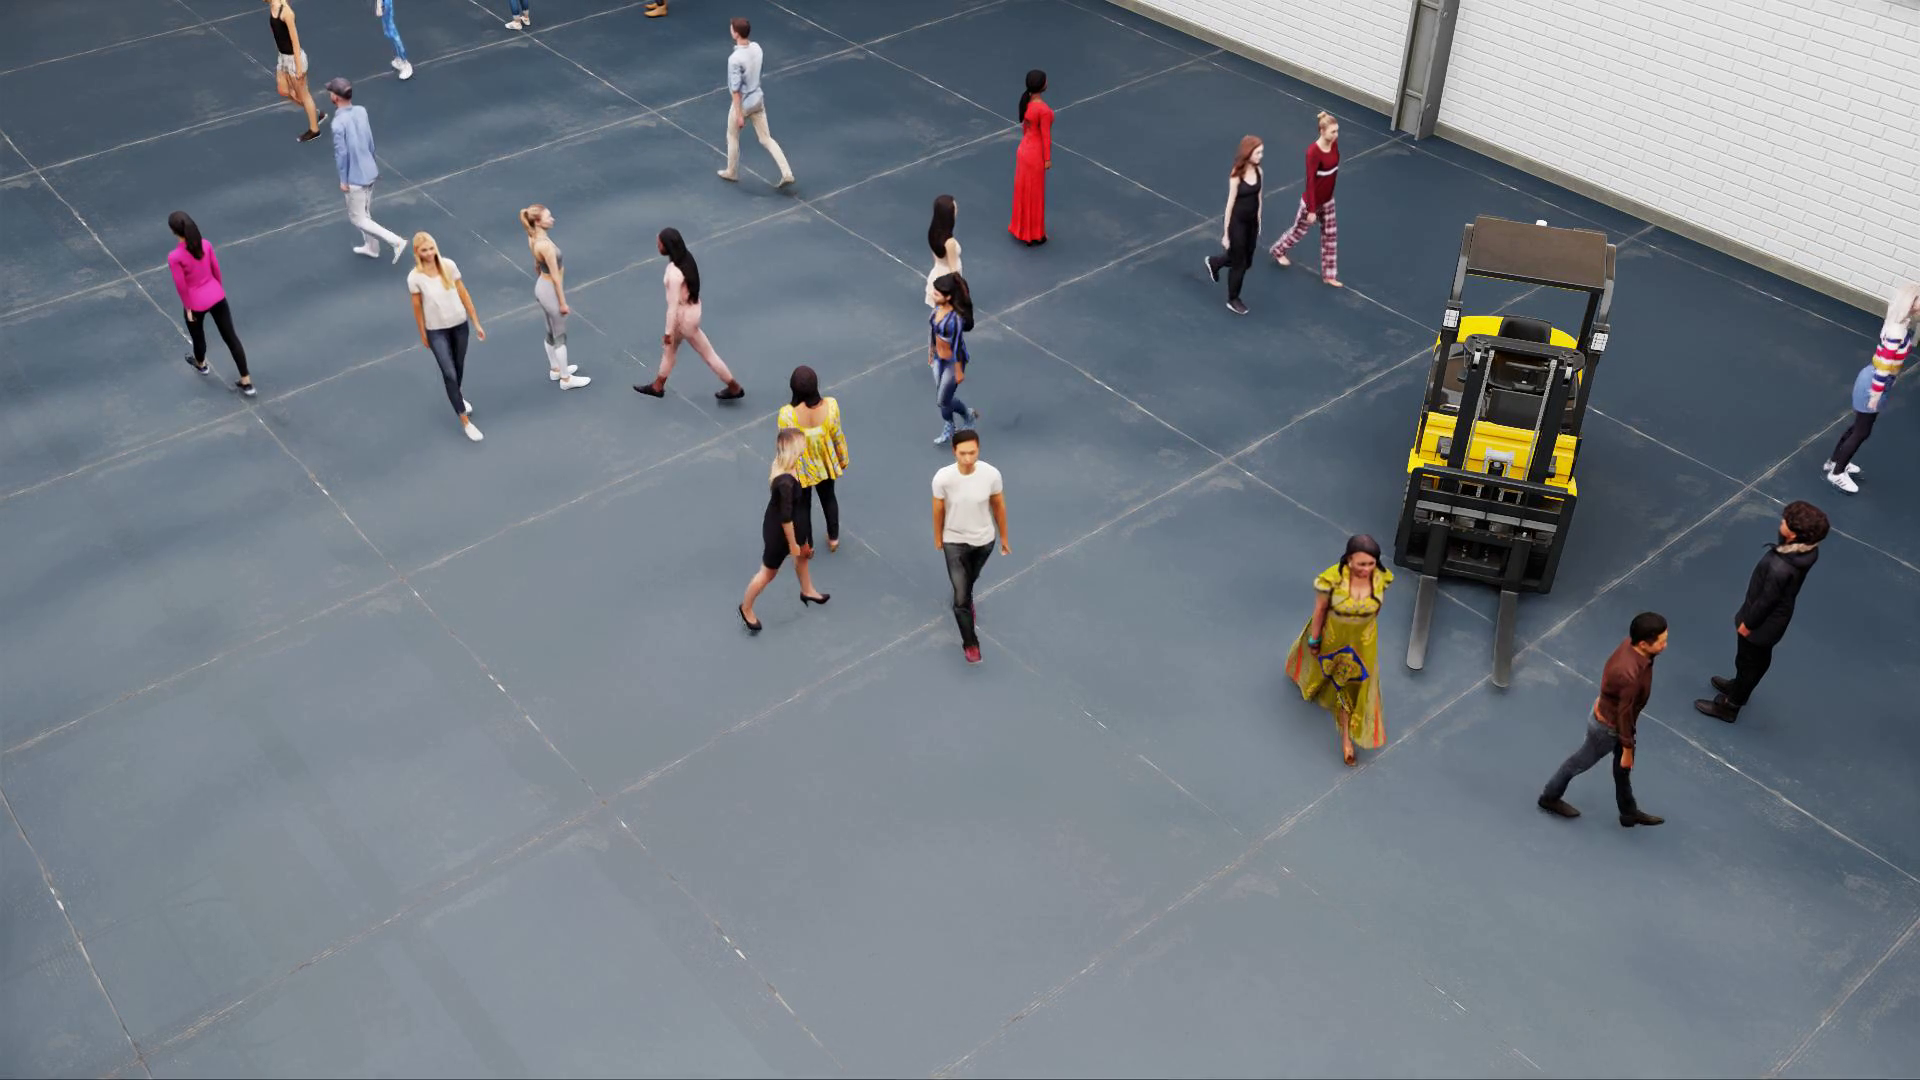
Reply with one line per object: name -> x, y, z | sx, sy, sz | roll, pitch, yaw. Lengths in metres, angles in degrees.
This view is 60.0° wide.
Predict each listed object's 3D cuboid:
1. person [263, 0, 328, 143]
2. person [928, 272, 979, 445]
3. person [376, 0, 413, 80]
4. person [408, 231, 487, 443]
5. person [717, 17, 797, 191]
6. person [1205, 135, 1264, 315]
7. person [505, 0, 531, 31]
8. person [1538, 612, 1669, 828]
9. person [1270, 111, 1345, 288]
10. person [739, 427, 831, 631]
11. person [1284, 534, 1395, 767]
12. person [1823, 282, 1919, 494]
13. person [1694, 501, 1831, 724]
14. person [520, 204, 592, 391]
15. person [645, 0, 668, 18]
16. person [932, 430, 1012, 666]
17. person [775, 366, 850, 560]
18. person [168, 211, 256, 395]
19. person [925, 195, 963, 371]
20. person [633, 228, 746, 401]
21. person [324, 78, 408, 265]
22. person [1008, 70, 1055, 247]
person -> -7.227, -5.300, 18.216 | 0.707, 1.831, 0.623 | -31, 48, -33
person -> -0.028, -1.469, 13.596 | 0.741, 1.611, 0.649 | -20, 43, -23
person -> -6.793, -6.380, 19.631 | 0.856, 1.763, 0.607 | -3, 39, -4
person -> -4.289, -1.770, 13.843 | 0.606, 1.773, 1.004 | -28, 46, -31
person -> -2.101, -4.459, 17.176 | 1.286, 1.816, 0.891 | 23, 44, 26
person -> 2.527, -2.951, 15.361 | 0.604, 1.724, 0.872 | -26, 45, -29
person -> -5.625, -7.147, 20.813 | 0.587, 1.477, 0.618 | 23, 44, 26
person -> 3.924, 1.103, 10.265 | 1.101, 1.749, 0.918 | 18, 42, 21
person -> 3.324, -3.250, 15.789 | 0.658, 1.656, 1.083 | -30, 47, -32
person -> -1.327, -0.049, 11.801 | 0.946, 1.631, 0.929 | 0, 39, 0
person -> 2.510, 0.581, 11.040 | 1.165, 1.607, 1.339 | -3, 39, -4
person -> 7.228, -1.220, 13.131 | 0.653, 1.801, 0.728 | 30, 47, 32
person -> 5.359, 0.479, 11.020 | 0.634, 1.781, 0.614 | -32, 48, -33
person -> -3.523, -2.097, 14.306 | 0.637, 1.705, 0.484 | -22, 44, -25
person -> -3.923, -7.534, 21.111 | 0.760, 1.711, 0.664 | -3, 39, -4
person -> 0.053, -0.070, 11.733 | 0.992, 1.761, 1.227 | -9, 39, -11
person -> -1.113, -0.571, 12.437 | 0.804, 1.653, 0.844 | -15, 41, -18
person -> -6.380, -1.984, 14.206 | 1.107, 1.665, 0.753 | 26, 45, 28
person -> -0.146, -2.175, 14.379 | 0.681, 1.737, 0.540 | -16, 41, -19
person -> -2.208, -1.828, 14.004 | 1.186, 1.662, 1.197 | 0, 39, 0
person -> -5.698, -3.488, 15.918 | 1.053, 1.868, 0.940 | 10, 40, 13
person -> 0.699, -3.751, 16.321 | 0.729, 1.786, 0.596 | -20, 43, -23
